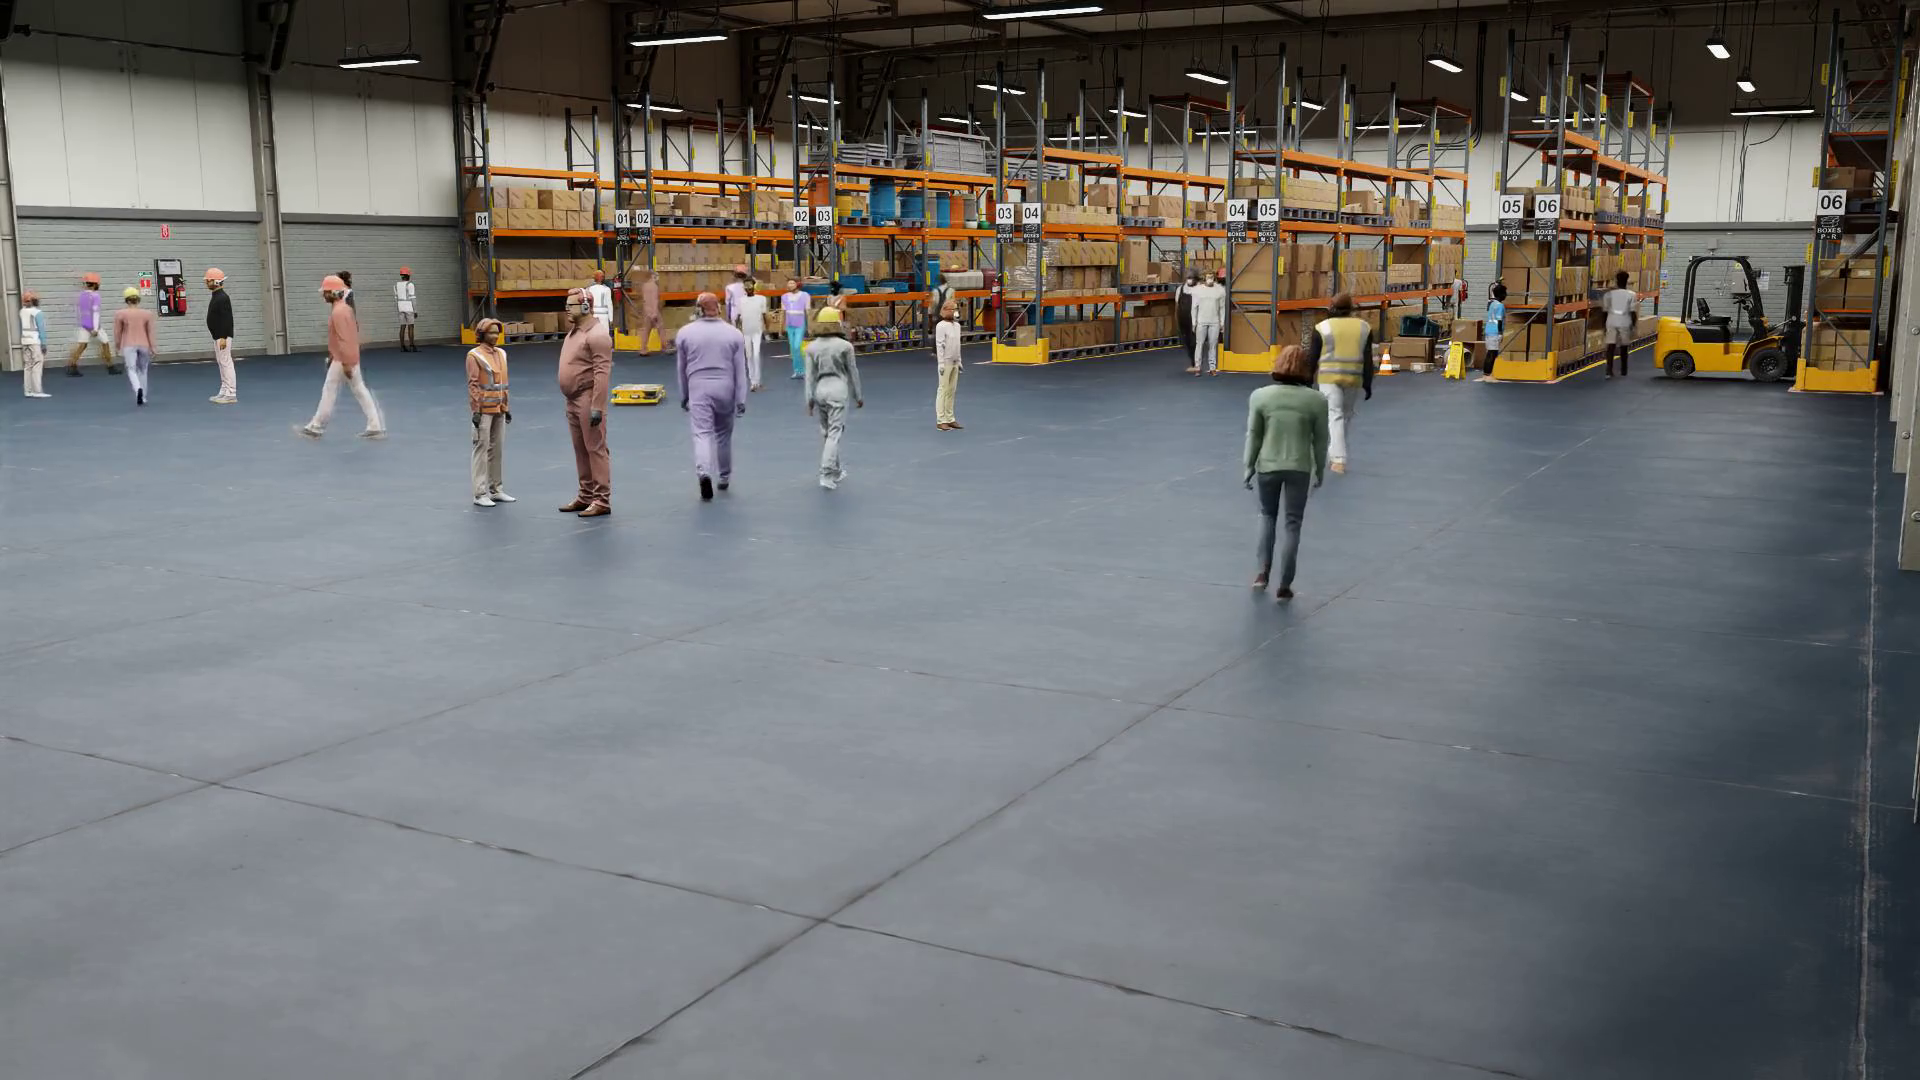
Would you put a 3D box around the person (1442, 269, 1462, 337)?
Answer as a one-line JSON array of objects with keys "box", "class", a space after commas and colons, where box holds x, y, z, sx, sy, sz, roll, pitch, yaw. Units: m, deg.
[{"box": [13.118, -6.315, 44.355, 0.511, 1.860, 0.332, 2, 10, 10], "class": "person"}]

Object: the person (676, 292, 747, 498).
[{"box": [-2.261, -1.331, 15.175, 0.633, 1.864, 0.967, -1, 10, -8], "class": "person"}]

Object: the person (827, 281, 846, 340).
[{"box": [-2.566, -4.667, 35.248, 0.705, 1.667, 0.526, -9, 13, -43], "class": "person"}]

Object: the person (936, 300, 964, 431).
[{"box": [-0.126, -2.193, 20.866, 0.281, 1.634, 0.498, 6, 11, 30], "class": "person"}]

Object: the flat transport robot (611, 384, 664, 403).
[{"box": [-4.807, -2.190, 24.837, 0.652, 0.197, 1.431, -1, 10, -5], "class": "flat transport robot"}]

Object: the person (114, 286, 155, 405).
[{"box": [-12.015, -2.822, 24.259, 0.529, 1.742, 0.741, -7, 12, -35], "class": "person"}]

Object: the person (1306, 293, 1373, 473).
[{"box": [3.840, -1.613, 16.999, 0.655, 1.789, 0.947, -1, 10, -6], "class": "person"}]

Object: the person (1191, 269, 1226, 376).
[{"box": [4.499, -3.928, 30.136, 0.627, 1.940, 0.373, -1, 10, -3], "class": "person"}]

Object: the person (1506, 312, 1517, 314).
[{"box": [14.152, -6.096, 42.890, 0.626, 1.922, 0.797, 4, 11, 24], "class": "person"}]

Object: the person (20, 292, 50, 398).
[{"box": [-14.296, -3.003, 25.667, 0.513, 1.618, 0.353, 5, 11, 27], "class": "person"}]

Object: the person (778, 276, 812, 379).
[{"box": [-2.942, -3.731, 29.303, 0.600, 1.822, 0.639, 5, 11, 26], "class": "person"}]

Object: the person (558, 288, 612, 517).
[{"box": [-3.164, -1.152, 13.978, 0.407, 1.908, 0.641, -7, 12, -36], "class": "person"}]

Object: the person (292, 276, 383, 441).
[{"box": [-7.388, -2.146, 19.693, 1.037, 1.932, 0.631, -1, 10, -7], "class": "person"}]

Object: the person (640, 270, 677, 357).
[{"box": [-6.543, -4.913, 36.095, 0.932, 1.863, 0.674, -6, 12, -33], "class": "person"}]

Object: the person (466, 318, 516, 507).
[{"box": [-4.116, -1.118, 14.566, 0.310, 1.636, 0.523, 3, 10, 19], "class": "person"}]

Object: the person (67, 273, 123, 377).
[{"box": [-15.797, -3.904, 30.181, 0.542, 1.887, 1.026, 4, 11, 24], "class": "person"}]

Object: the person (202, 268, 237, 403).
[{"box": [-11.009, -3.037, 24.751, 0.378, 1.995, 0.609, -7, 12, -34], "class": "person"}]

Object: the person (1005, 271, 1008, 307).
[{"box": [1.311, -7.912, 53.154, 0.605, 2.045, 0.383, 1, 10, 4], "class": "person"}]

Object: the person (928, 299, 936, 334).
[{"box": [-0.733, -6.309, 44.102, 0.542, 1.930, 0.366, 8, 13, 40], "class": "person"}]

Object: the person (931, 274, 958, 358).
[{"box": [-0.322, -4.752, 35.381, 0.581, 1.806, 0.531, 2, 10, 9], "class": "person"}]

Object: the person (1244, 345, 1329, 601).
[{"box": [2.085, -0.432, 10.628, 0.508, 1.613, 0.552, 3, 10, 20], "class": "person"}]

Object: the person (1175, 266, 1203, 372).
[{"box": [4.404, -4.200, 31.432, 0.708, 2.000, 0.769, 6, 11, 32], "class": "person"}]

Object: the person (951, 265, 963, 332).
[{"box": [-0.156, -6.709, 46.444, 0.585, 1.928, 0.370, 6, 12, 33], "class": "person"}]

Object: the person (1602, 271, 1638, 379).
[{"box": [11.715, -3.813, 29.584, 0.606, 1.908, 1.023, 5, 11, 29], "class": "person"}]

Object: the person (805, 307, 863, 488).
[{"box": [-1.212, -1.354, 15.762, 0.492, 1.701, 0.867, 4, 10, 22], "class": "person"}]

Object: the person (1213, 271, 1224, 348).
[{"box": [6.054, -5.415, 39.152, 0.596, 1.826, 0.990, 6, 11, 30], "class": "person"}]

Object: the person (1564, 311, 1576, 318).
[{"box": [16.920, -6.575, 45.936, 0.621, 1.838, 0.429, -7, 12, -37], "class": "person"}]

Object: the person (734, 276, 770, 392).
[{"box": [-3.364, -3.285, 26.630, 0.573, 1.841, 0.775, 1, 10, 6], "class": "person"}]

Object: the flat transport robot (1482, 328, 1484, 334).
[{"box": [14.159, -5.809, 46.022, 0.652, 0.197, 1.431, 3, 10, 18], "class": "flat transport robot"}]

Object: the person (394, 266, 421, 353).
[{"box": [-12.505, -5.205, 37.614, 0.545, 1.938, 0.359, 4, 10, 21], "class": "person"}]

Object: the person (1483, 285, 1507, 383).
[{"box": [9.209, -3.537, 28.604, 0.321, 1.690, 0.540, 1, 10, 5], "class": "person"}]

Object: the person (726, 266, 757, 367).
[{"box": [-4.247, -4.334, 32.390, 0.616, 1.988, 1.065, -1, 10, -4], "class": "person"}]

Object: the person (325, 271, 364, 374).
[{"box": [-11.321, -3.981, 30.554, 0.595, 1.902, 0.566, 9, 13, 42], "class": "person"}]

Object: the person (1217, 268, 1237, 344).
[{"box": [5.547, -4.763, 35.079, 0.552, 1.922, 0.406, 3, 10, 20], "class": "person"}]

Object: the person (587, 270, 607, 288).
[{"box": [-8.714, -5.596, 40.208, 0.587, 1.835, 0.404, 5, 11, 29], "class": "person"}]

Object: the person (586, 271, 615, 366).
[{"box": [-7.137, -4.390, 32.996, 0.585, 1.882, 0.337, 3, 10, 19], "class": "person"}]
